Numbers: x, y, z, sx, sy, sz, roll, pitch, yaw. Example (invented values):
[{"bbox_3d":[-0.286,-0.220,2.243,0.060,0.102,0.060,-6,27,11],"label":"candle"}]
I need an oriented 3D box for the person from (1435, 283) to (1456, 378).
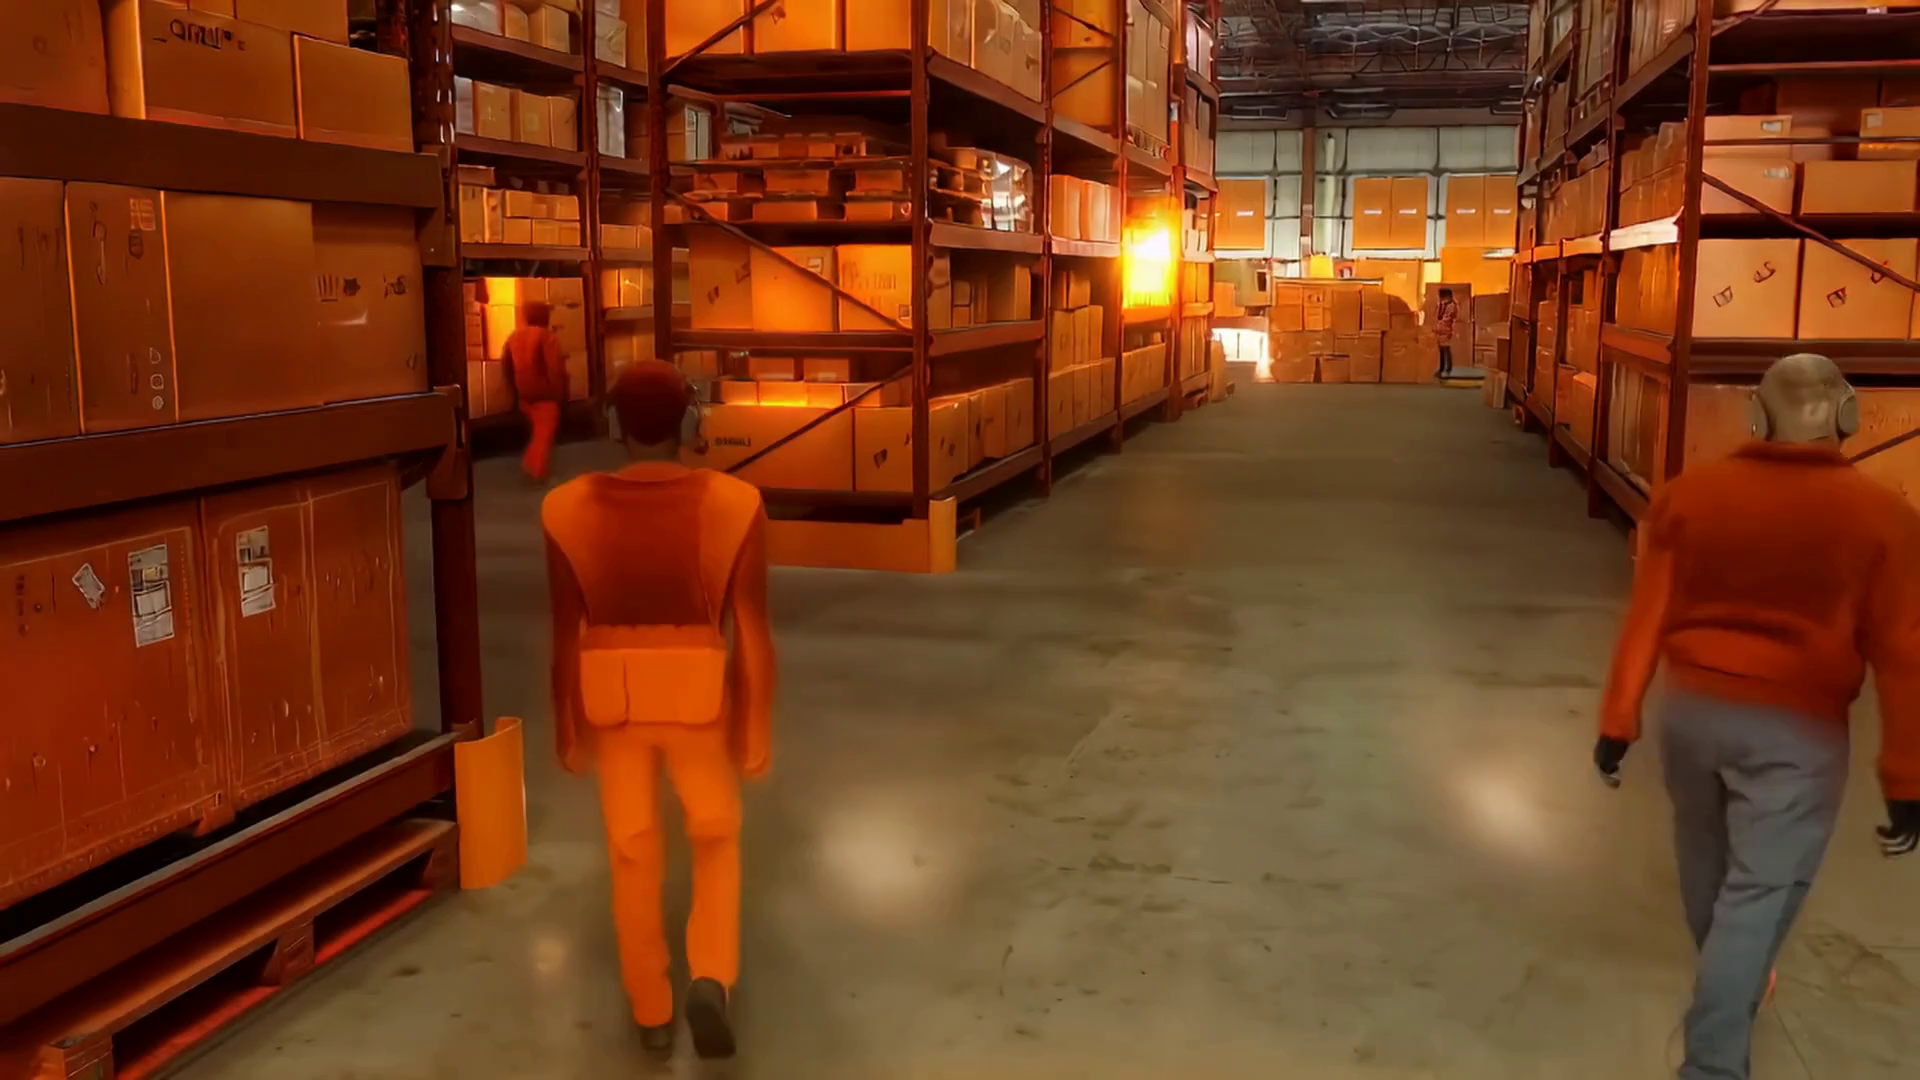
[{"bbox_3d":[9.878,-4.272,33.920,0.376,1.933,0.544,-2,9,-11],"label":"person"}]

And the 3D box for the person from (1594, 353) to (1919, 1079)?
[{"bbox_3d":[1.960,0.483,4.021,1.031,1.836,0.731,-7,11,-38],"label":"person"}]

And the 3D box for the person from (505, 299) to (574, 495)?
[{"bbox_3d":[-3.900,-1.322,15.513,0.629,1.828,0.449,7,11,37],"label":"person"}]

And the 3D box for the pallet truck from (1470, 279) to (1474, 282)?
[{"bbox_3d":[18.896,-8.459,60.307,1.885,1.965,0.823,5,10,31],"label":"pallet truck"}]

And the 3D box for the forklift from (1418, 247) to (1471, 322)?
[{"bbox_3d":[12.741,-6.162,42.924,1.129,2.768,1.873,-7,11,-38],"label":"forklift"}]

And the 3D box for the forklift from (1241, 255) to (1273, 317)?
[{"bbox_3d":[10.551,-8.662,58.805,1.129,2.768,1.873,2,9,15],"label":"forklift"}]

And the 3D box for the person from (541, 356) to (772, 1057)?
[{"bbox_3d":[-0.763,0.453,4.233,0.565,1.831,0.525,-1,9,-9],"label":"person"}]
